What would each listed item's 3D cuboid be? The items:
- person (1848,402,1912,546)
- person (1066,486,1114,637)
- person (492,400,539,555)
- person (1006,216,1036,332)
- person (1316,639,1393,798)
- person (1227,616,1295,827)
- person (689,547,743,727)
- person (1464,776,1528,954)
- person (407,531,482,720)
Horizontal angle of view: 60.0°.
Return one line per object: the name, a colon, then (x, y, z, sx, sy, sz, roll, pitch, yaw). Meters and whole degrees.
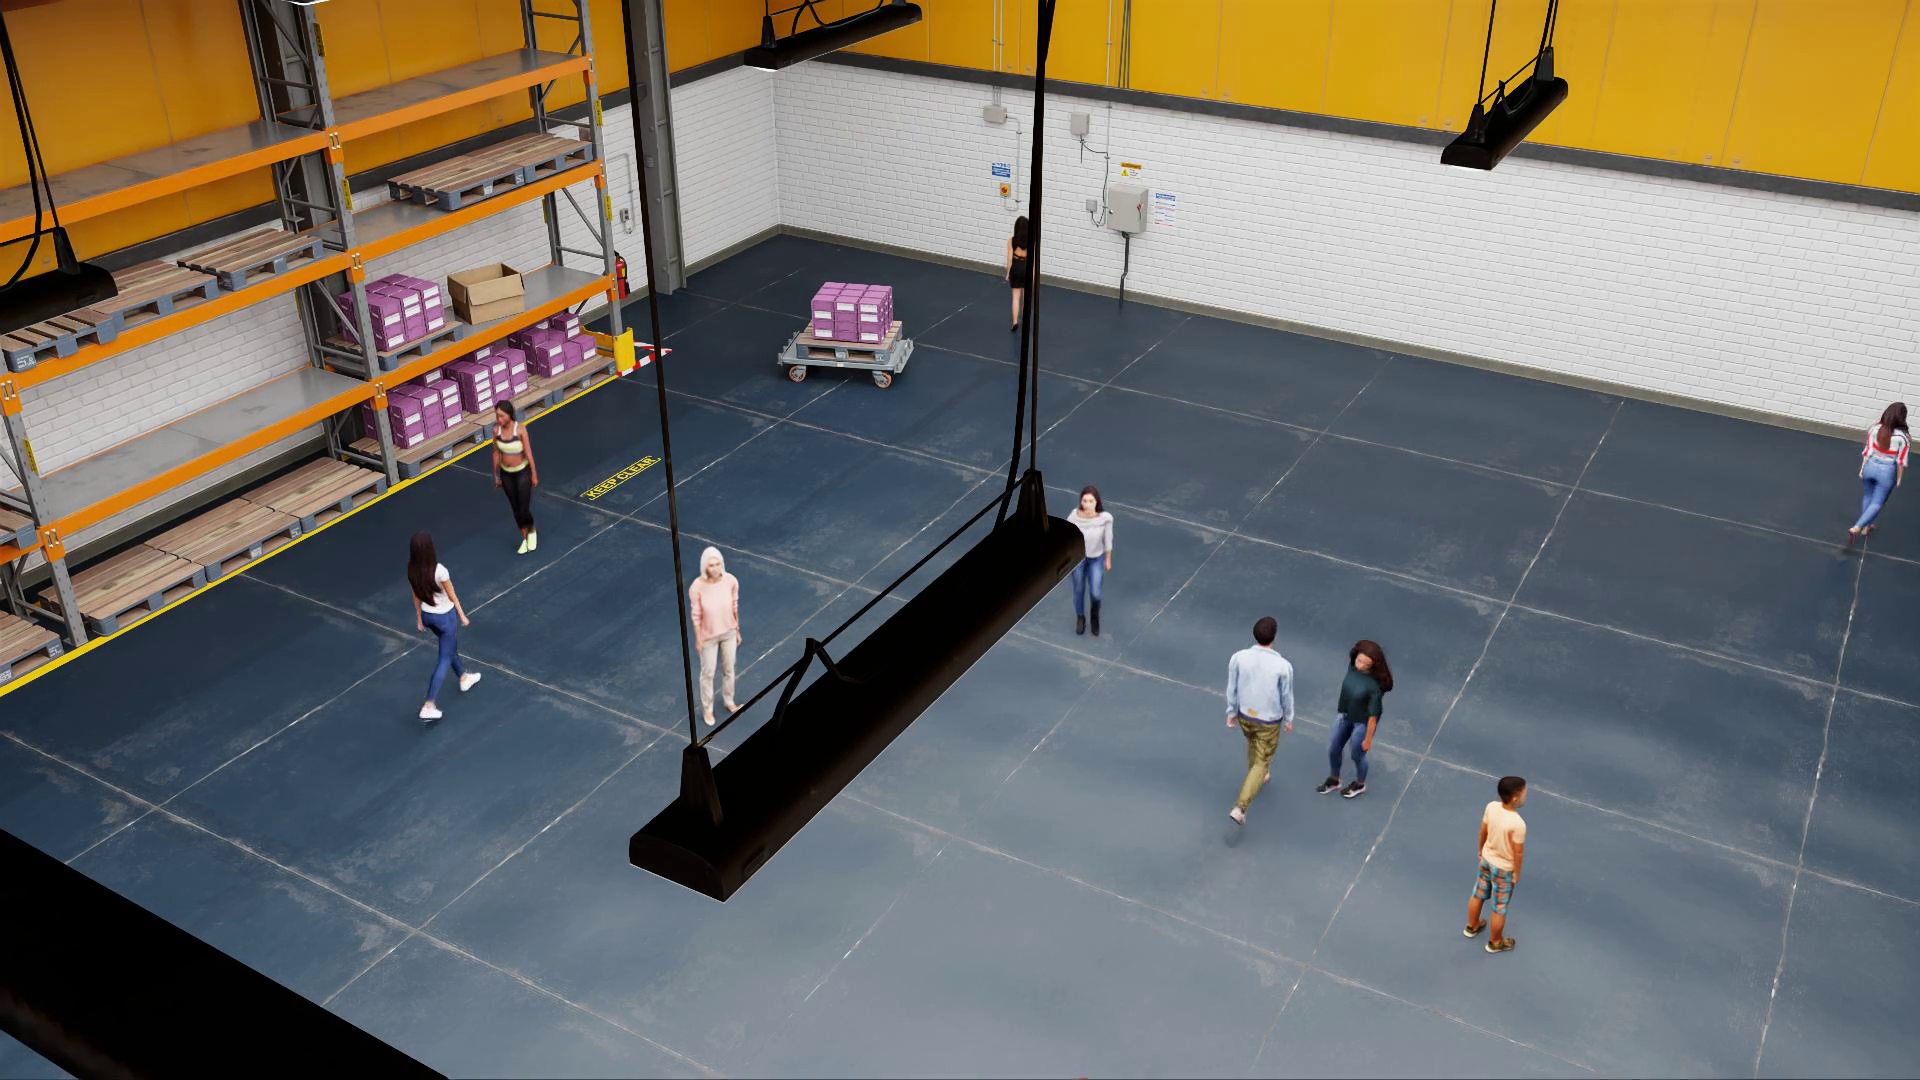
person: (9.669, -0.682, 17.540, 1.074, 1.591, 0.823, -22, 36, -34)
person: (1.219, 0.170, 15.955, 0.712, 1.614, 0.724, 4, 29, 7)
person: (-4.604, -0.695, 17.407, 0.668, 1.742, 0.677, 6, 29, 10)
person: (0.846, -3.669, 22.956, 0.631, 1.650, 0.653, -2, 29, -4)
person: (3.289, 1.455, 13.620, 0.813, 1.594, 0.757, -7, 29, -12)
person: (2.390, 1.478, 13.386, 0.713, 1.779, 1.167, 17, 33, 29)
person: (-2.140, 0.818, 14.651, 0.631, 1.725, 0.738, -14, 32, -24)
person: (3.925, 2.348, 12.122, 0.617, 1.460, 0.602, -17, 33, -28)
person: (-4.649, 0.774, 14.716, 0.620, 1.740, 1.104, 14, 32, 24)
